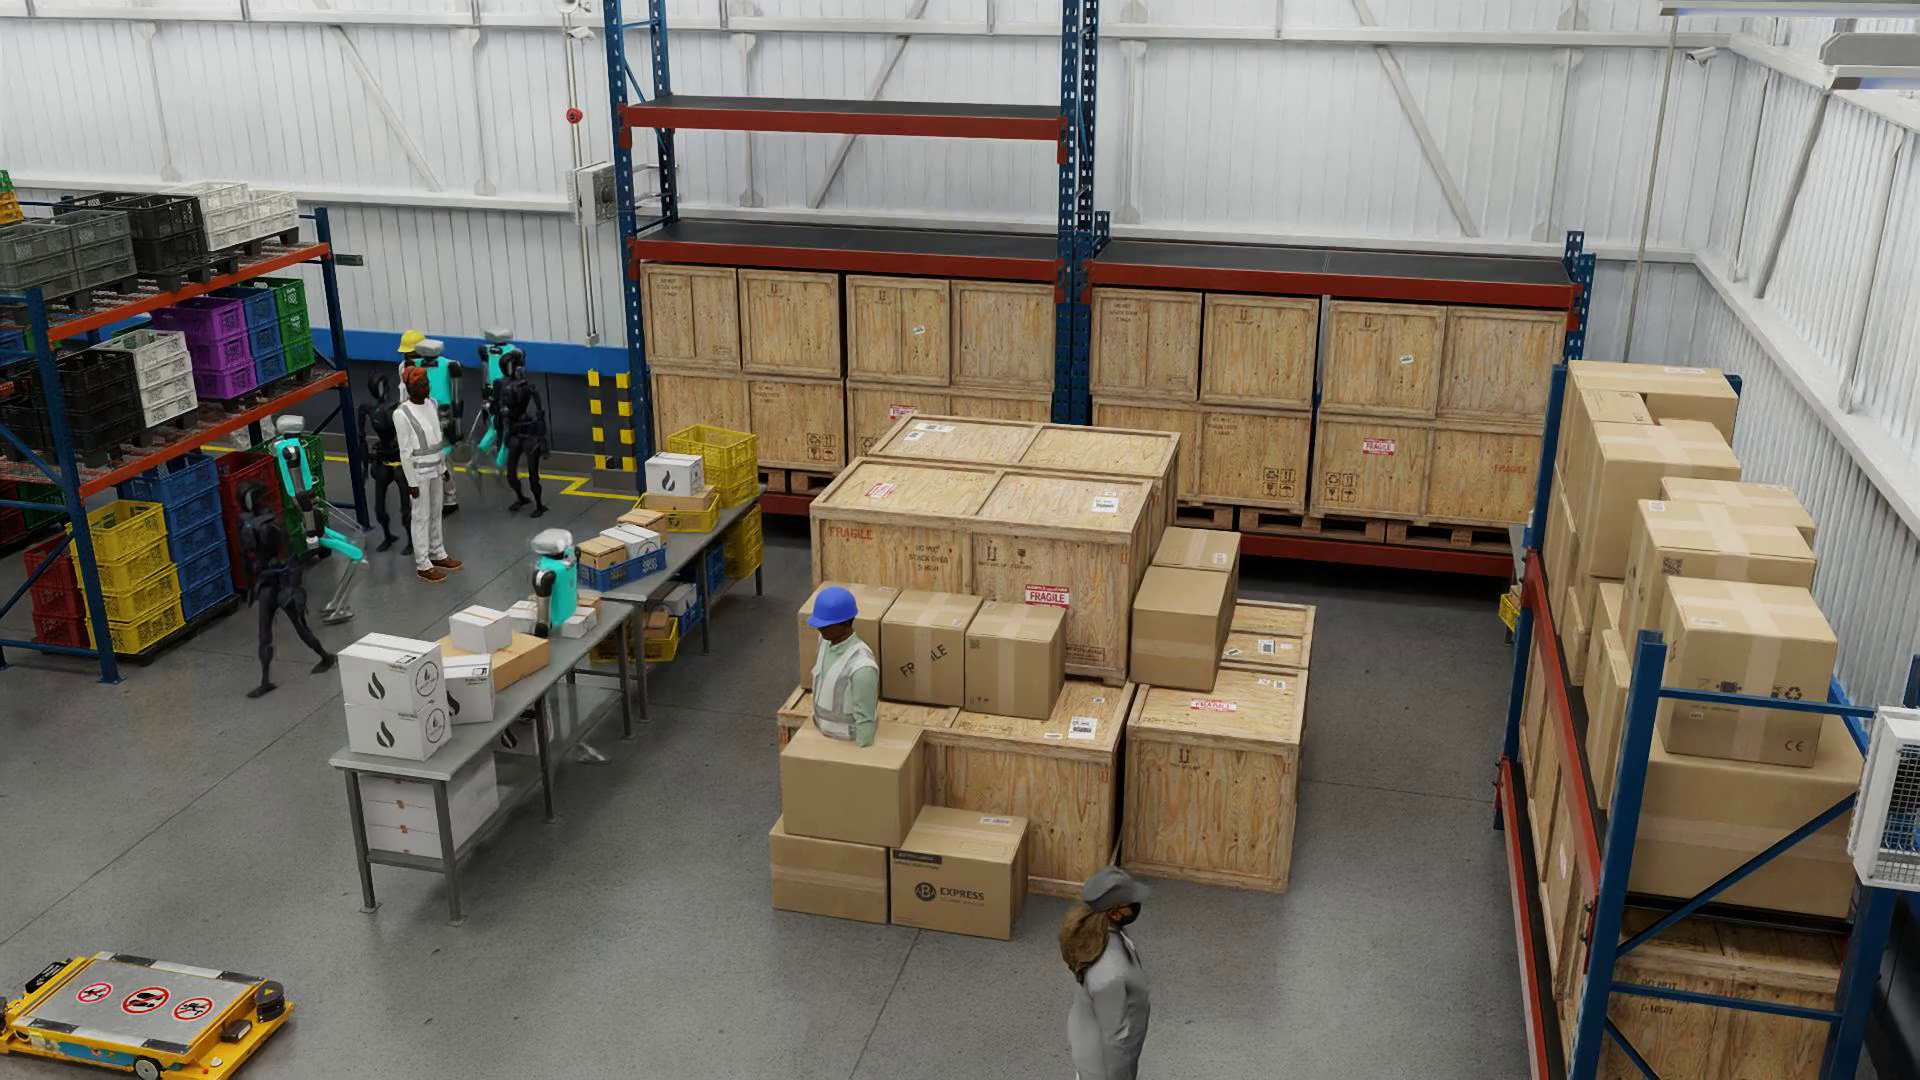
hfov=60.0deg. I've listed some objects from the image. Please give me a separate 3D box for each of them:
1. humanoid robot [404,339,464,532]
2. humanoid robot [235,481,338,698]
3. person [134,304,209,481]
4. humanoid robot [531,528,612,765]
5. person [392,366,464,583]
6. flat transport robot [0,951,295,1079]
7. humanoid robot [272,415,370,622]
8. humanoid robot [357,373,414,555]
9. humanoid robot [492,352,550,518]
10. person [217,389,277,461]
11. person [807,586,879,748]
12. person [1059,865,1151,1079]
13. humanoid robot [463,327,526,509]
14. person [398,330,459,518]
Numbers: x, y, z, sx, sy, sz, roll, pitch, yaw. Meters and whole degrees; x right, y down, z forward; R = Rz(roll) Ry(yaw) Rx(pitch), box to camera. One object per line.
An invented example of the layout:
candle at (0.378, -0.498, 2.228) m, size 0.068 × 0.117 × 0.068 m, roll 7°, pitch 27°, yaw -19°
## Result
humanoid robot at (-4.932, -0.892, 15.393) m, size 0.530 × 1.815 × 0.875 m, roll 2°, pitch 21°, yaw 5°
humanoid robot at (-5.034, 0.328, 12.291) m, size 0.608 × 1.641 × 0.760 m, roll 10°, pitch 23°, yaw 24°
person at (-7.637, -1.388, 16.214) m, size 0.607 × 2.030 × 0.406 m, roll 3°, pitch 21°, yaw 7°
humanoid robot at (-2.891, 0.743, 11.130) m, size 1.056 × 1.762 × 0.556 m, roll 4°, pitch 21°, yaw 11°
person at (-4.583, -0.574, 14.288) m, size 0.356 × 1.882 × 0.572 m, roll 5°, pitch 21°, yaw 12°
flat transport robot at (-4.270, 2.464, 8.601) m, size 1.431 × 0.231 × 0.659 m, roll 5°, pitch 22°, yaw 13°
humanoid robot at (-5.062, -0.205, 13.388) m, size 0.709 × 1.703 × 0.530 m, roll -10°, pitch 23°, yaw -24°
humanoid robot at (-5.073, -0.684, 14.856) m, size 0.609 × 1.655 × 0.311 m, roll 3°, pitch 21°, yaw 9°
humanoid robot at (-4.122, -0.993, 15.689) m, size 0.608 × 1.640 × 0.405 m, roll 8°, pitch 22°, yaw 21°
person at (-7.052, -1.362, 16.407) m, size 0.429 × 1.839 × 0.632 m, roll 16°, pitch 26°, yaw 36°
person at (-0.675, 1.160, 9.680) m, size 0.411 × 1.939 × 0.602 m, roll -10°, pitch 23°, yaw -25°
person at (0.614, 2.198, 7.193) m, size 0.400 × 1.769 × 0.563 m, roll -1°, pitch 21°, yaw -4°
humanoid robot at (-4.501, -1.084, 15.901) m, size 0.531 × 1.805 × 0.782 m, roll 11°, pitch 24°, yaw 27°
person at (-5.067, -1.108, 15.774) m, size 0.589 × 1.823 × 0.405 m, roll 12°, pitch 24°, yaw 29°
